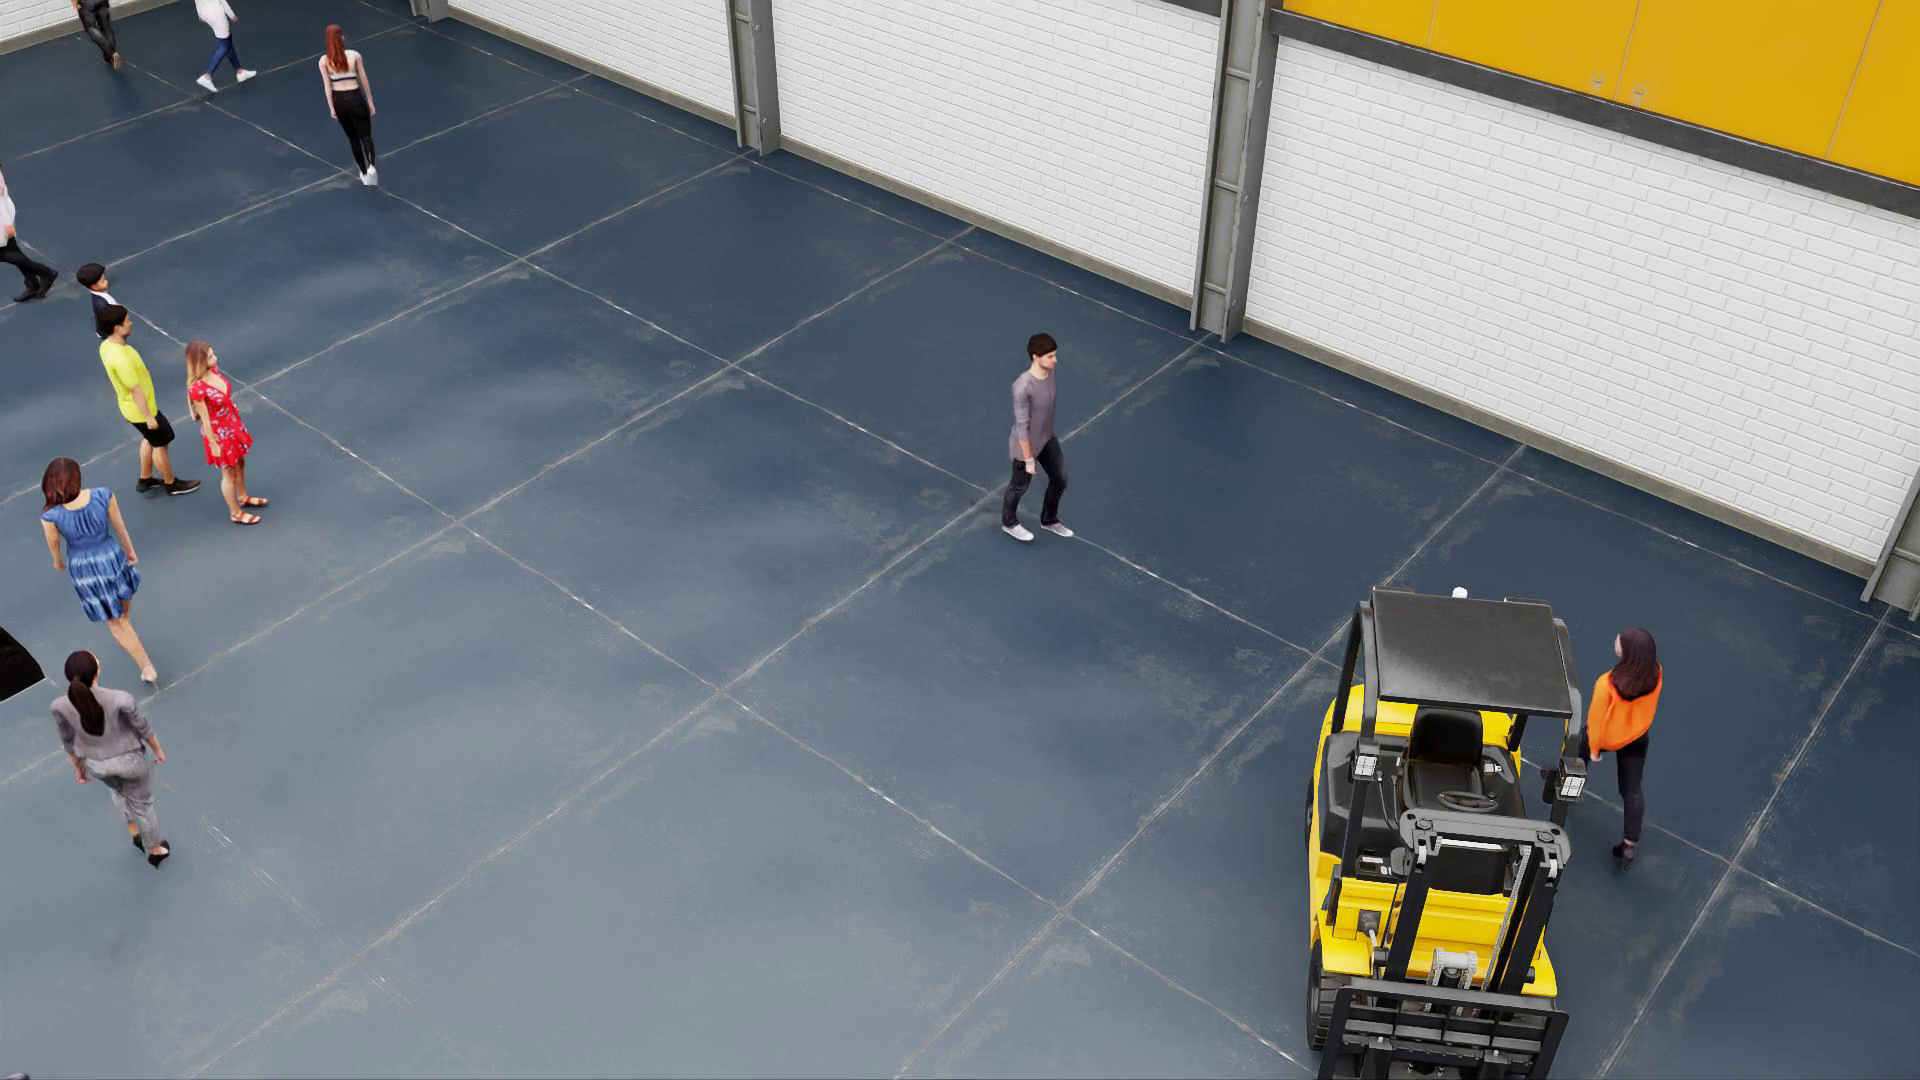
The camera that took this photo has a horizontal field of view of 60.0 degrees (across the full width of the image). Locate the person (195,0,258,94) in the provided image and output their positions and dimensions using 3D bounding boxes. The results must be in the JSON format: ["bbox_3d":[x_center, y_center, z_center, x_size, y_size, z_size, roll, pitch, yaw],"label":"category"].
[{"bbox_3d":[-8.613,-5.983,19.060,0.980,1.750,0.726,23,44,26],"label":"person"}]

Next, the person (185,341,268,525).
[{"bbox_3d":[-5.667,-0.833,12.741,0.716,1.589,0.667,1,39,1],"label":"person"}]

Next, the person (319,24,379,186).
[{"bbox_3d":[-6.243,-4.406,17.101,0.828,1.731,0.987,-15,41,-18],"label":"person"}]

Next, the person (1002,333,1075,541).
[{"bbox_3d":[0.474,-0.778,12.476,0.740,1.833,0.689,27,46,30],"label":"person"}]

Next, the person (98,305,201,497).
[{"bbox_3d":[-6.395,-1.040,12.911,0.763,1.700,0.687,-28,46,-30],"label":"person"}]

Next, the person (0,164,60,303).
[{"bbox_3d":[-8.736,-3.018,15.312,0.788,1.795,0.726,-24,44,-27],"label":"person"}]

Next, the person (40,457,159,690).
[{"bbox_3d":[-5.752,0.269,11.228,1.113,1.754,0.621,28,46,30],"label":"person"}]

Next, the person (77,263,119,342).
[{"bbox_3d":[-7.297,-1.815,14.265,0.625,1.222,0.512,-17,42,-20],"label":"person"}]

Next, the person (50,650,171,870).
[{"bbox_3d":[-5.038,1.389,9.900,0.753,1.661,0.796,-7,39,-8],"label":"person"}]

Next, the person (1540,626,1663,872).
[{"bbox_3d":[4.018,1.260,10.040,1.076,1.689,1.215,-8,39,-10],"label":"person"}]

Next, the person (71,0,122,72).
[{"bbox_3d":[-10.160,-6.358,19.499,0.904,1.789,0.643,29,47,32],"label":"person"}]
